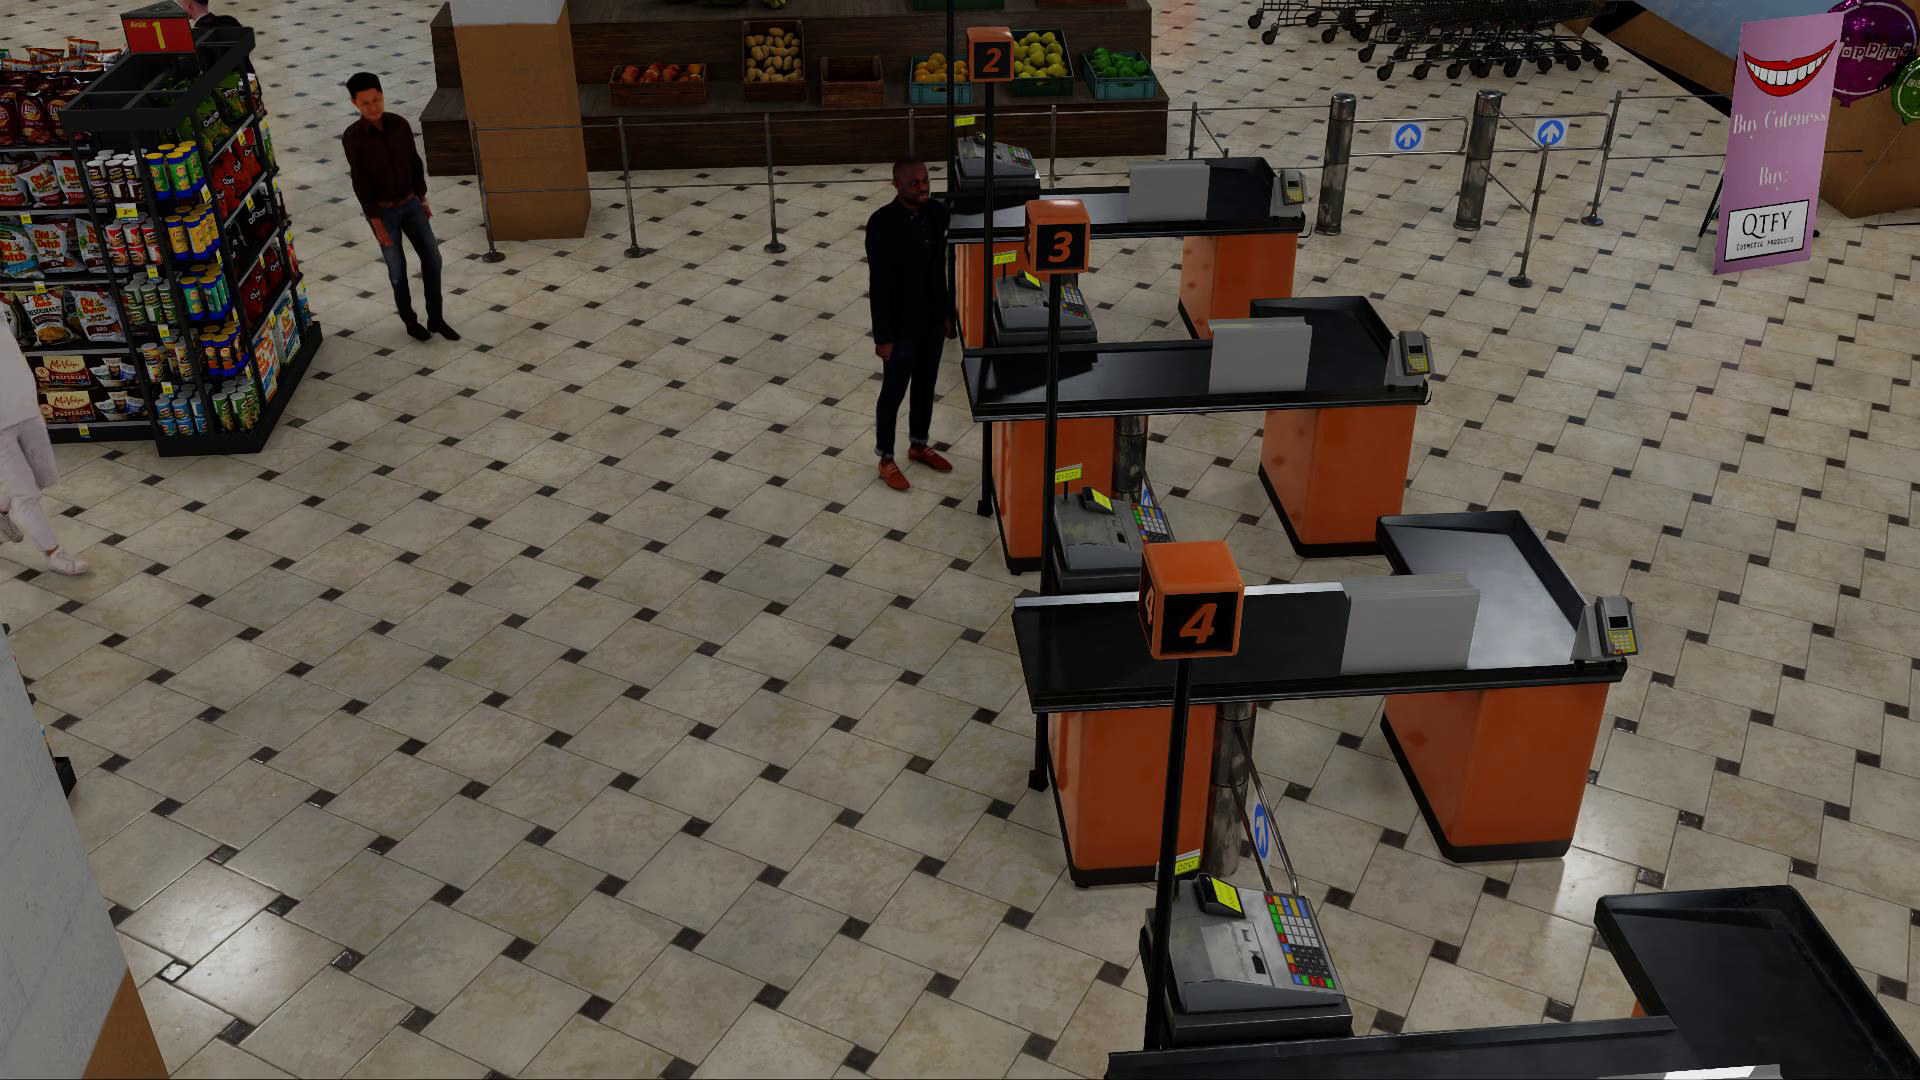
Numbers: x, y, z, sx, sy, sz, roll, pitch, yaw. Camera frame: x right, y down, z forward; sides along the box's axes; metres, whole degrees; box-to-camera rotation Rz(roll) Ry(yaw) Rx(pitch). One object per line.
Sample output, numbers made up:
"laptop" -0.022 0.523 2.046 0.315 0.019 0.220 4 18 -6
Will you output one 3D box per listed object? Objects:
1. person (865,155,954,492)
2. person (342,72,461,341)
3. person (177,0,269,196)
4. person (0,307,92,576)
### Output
"person" -0.261 -1.156 8.798 0.762 1.817 0.847 -27 41 -36
"person" -3.551 -2.042 10.282 0.874 1.754 0.805 26 40 35
"person" -5.100 -3.045 11.836 0.737 1.815 0.761 8 33 13
"person" -4.678 -0.590 8.024 0.964 1.674 0.792 9 33 14
